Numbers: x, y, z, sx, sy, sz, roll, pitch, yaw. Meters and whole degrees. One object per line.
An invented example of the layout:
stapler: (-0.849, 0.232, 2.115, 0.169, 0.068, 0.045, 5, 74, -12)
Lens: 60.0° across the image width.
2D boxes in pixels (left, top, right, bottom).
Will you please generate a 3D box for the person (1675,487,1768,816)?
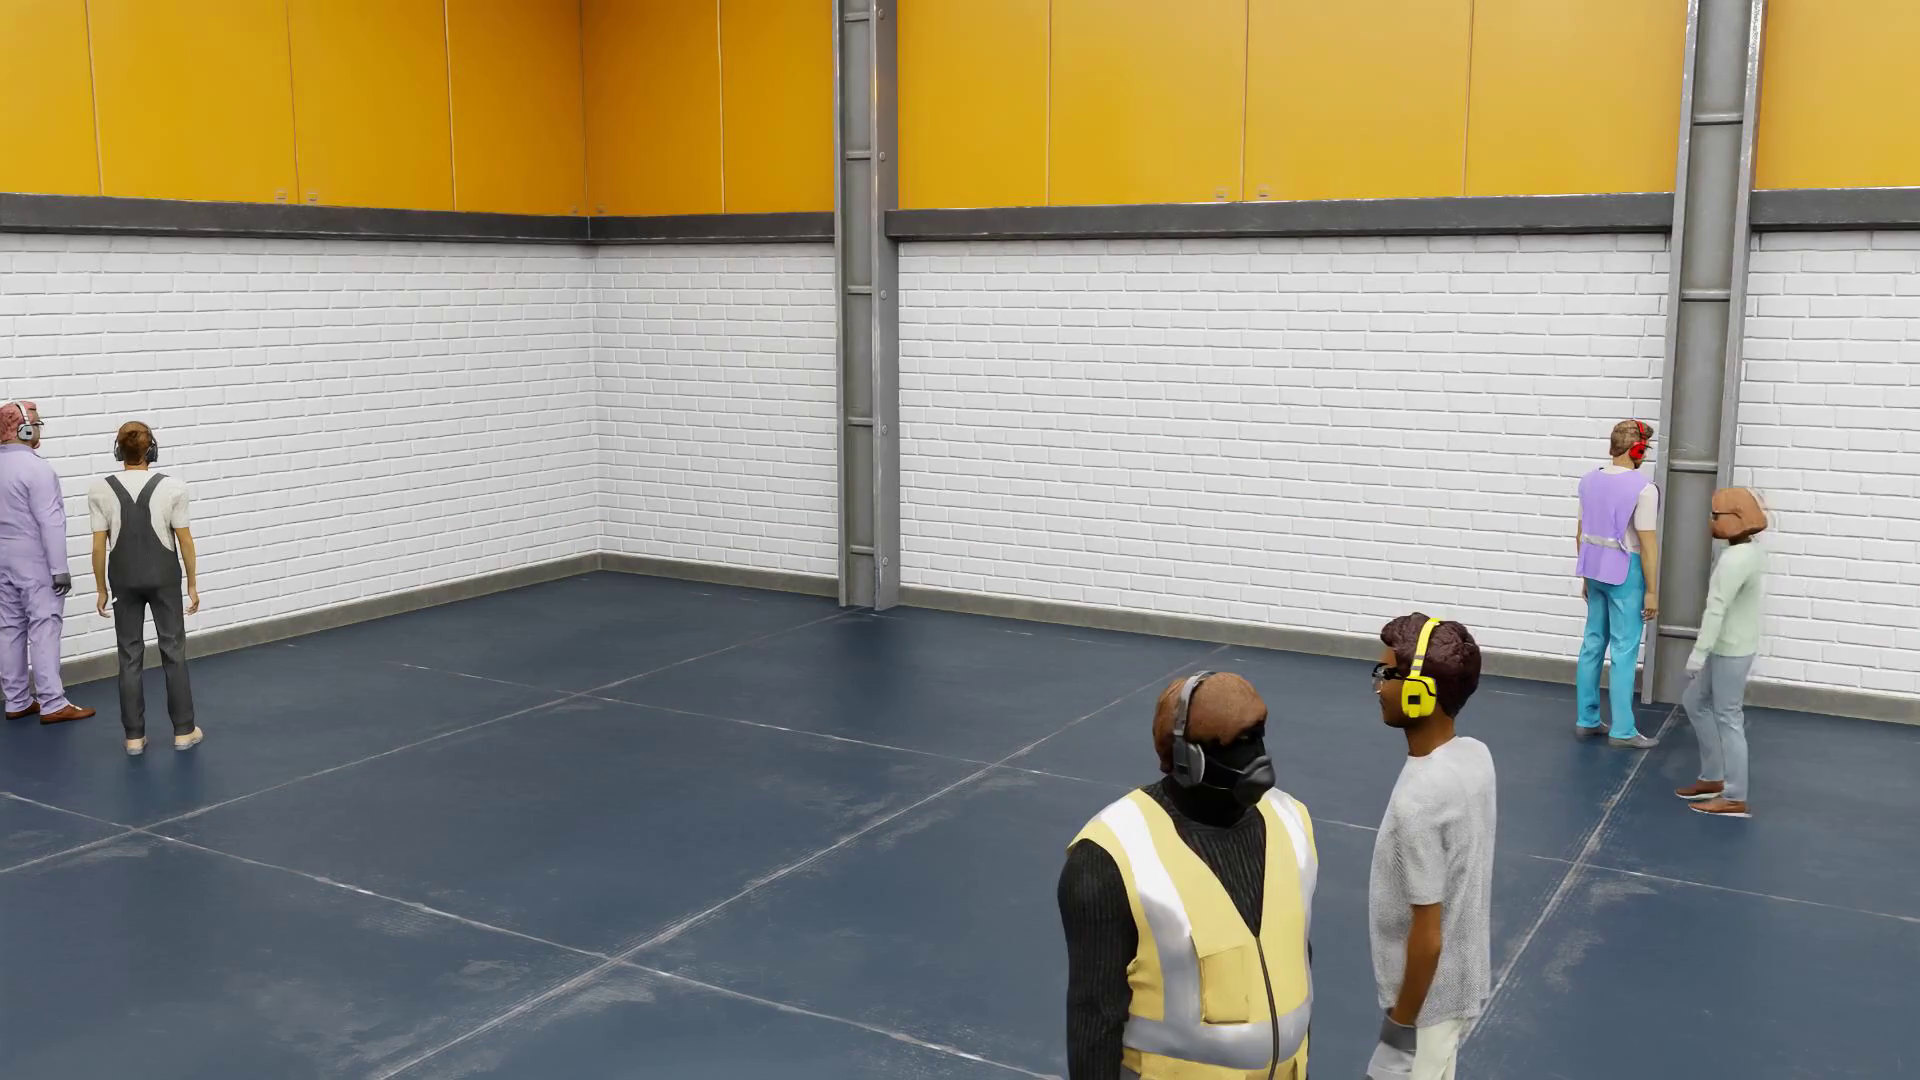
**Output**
person: (3.673, 0.547, 8.119, 0.476, 1.618, 0.514, 5, 10, 29)

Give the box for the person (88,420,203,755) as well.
person: (-4.492, 0.263, 9.189, 0.517, 1.844, 0.329, -3, 10, -18)

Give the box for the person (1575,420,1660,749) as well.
person: (3.666, 0.248, 9.307, 0.390, 1.838, 0.563, -4, 10, -22)

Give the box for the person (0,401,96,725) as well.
person: (-5.470, 0.134, 9.801, 0.645, 1.908, 0.408, 4, 10, 24)

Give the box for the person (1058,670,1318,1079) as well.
person: (0.509, 1.177, 3.485, 0.633, 1.846, 0.429, -6, 11, -31)

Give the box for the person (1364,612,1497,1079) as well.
person: (1.074, 1.093, 3.933, 0.322, 1.871, 0.531, 5, 10, 28)
